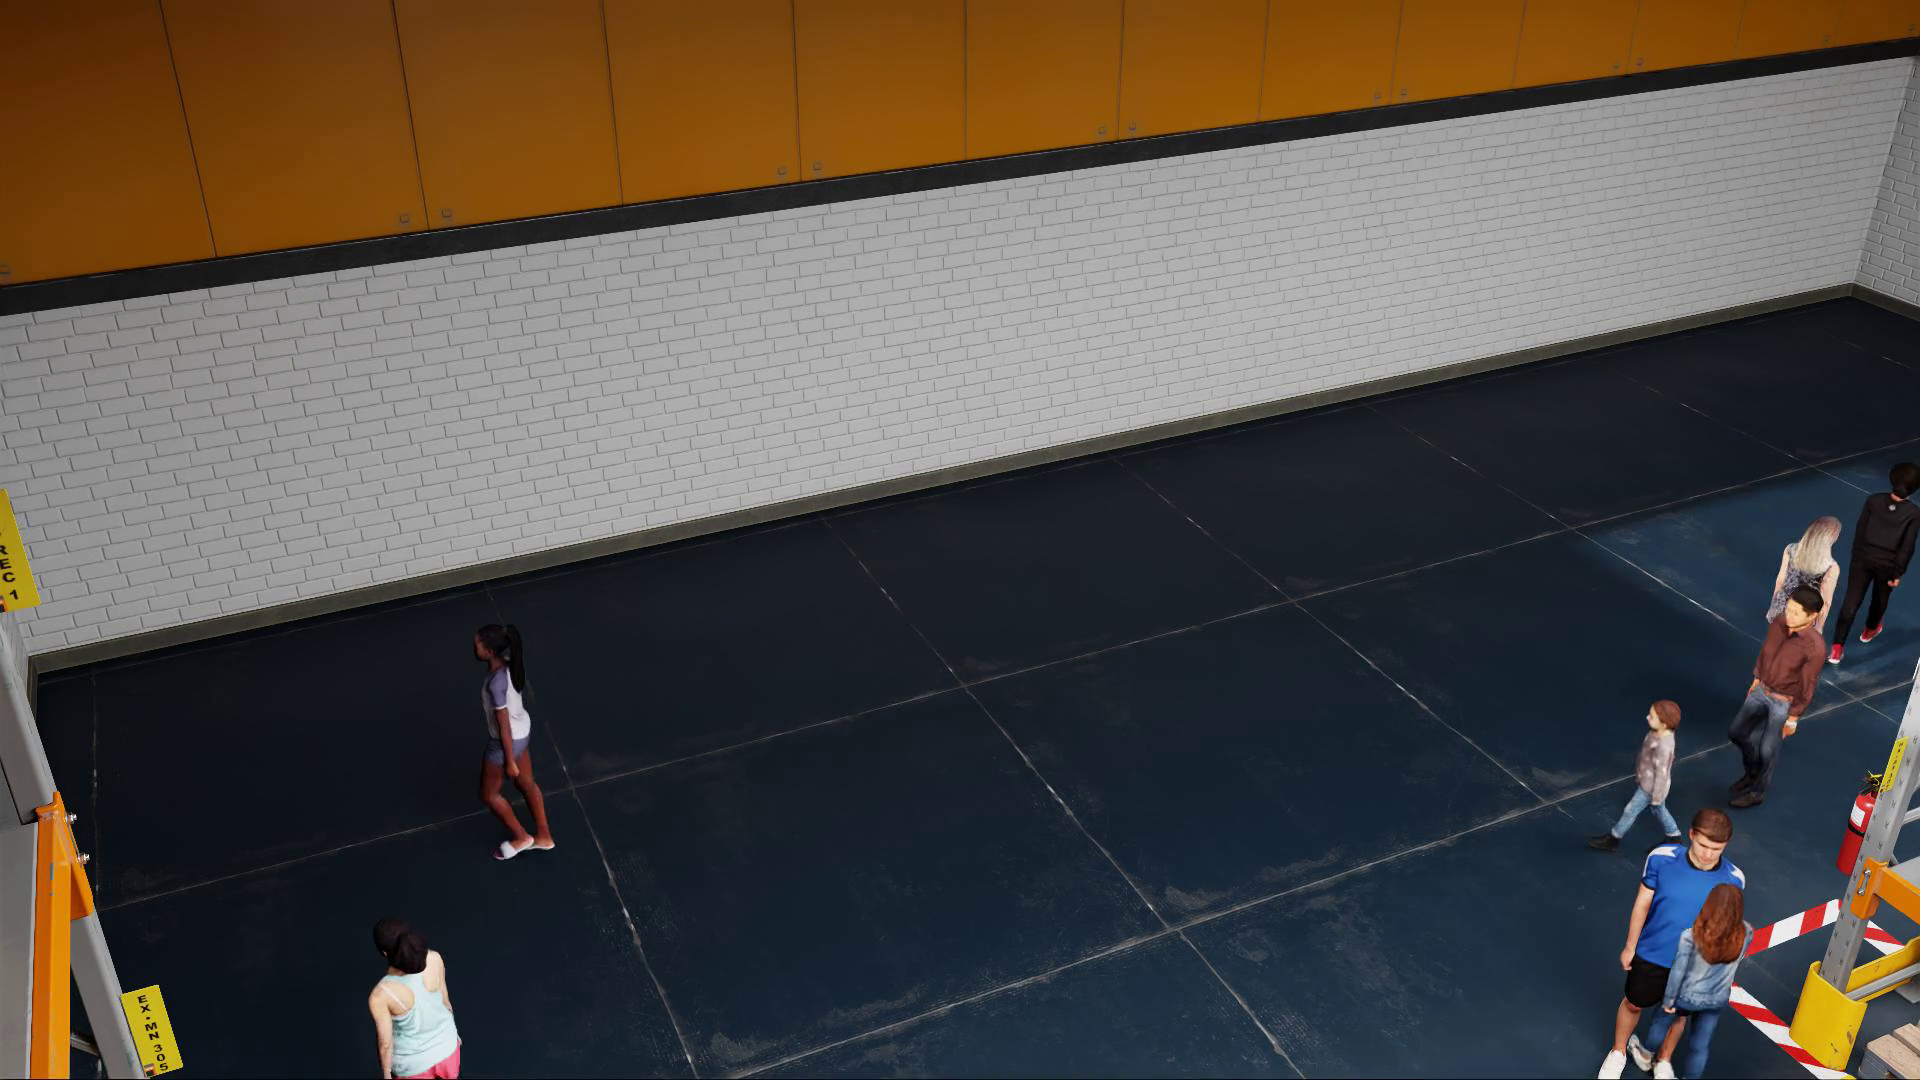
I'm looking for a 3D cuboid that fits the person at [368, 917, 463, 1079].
[{"bbox_3d":[-2.566,2.566,8.137,0.946,1.752,0.793,23,36,35],"label":"person"}]

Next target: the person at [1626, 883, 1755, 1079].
[{"bbox_3d":[3.911,2.413,8.720,0.738,1.464,0.847,0,29,-1],"label":"person"}]

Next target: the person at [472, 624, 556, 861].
[{"bbox_3d":[-2.764,1.284,10.533,0.777,1.709,0.675,-3,29,-6],"label":"person"}]

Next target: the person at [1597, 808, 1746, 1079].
[{"bbox_3d":[3.770,2.155,8.773,0.741,1.866,0.797,9,30,17],"label":"person"}]

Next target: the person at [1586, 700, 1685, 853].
[{"bbox_3d":[4.477,1.546,10.611,0.876,1.175,0.829,9,30,16],"label":"person"}]

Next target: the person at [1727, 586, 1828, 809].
[{"bbox_3d":[5.451,1.045,10.921,0.761,1.758,0.591,-7,29,-12],"label":"person"}]

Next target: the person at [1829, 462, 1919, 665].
[{"bbox_3d":[6.903,0.201,12.591,1.094,1.640,0.934,24,37,37],"label":"person"}]

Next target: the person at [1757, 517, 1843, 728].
[{"bbox_3d":[5.851,0.620,11.775,0.735,1.686,0.846,-19,34,-31],"label":"person"}]
